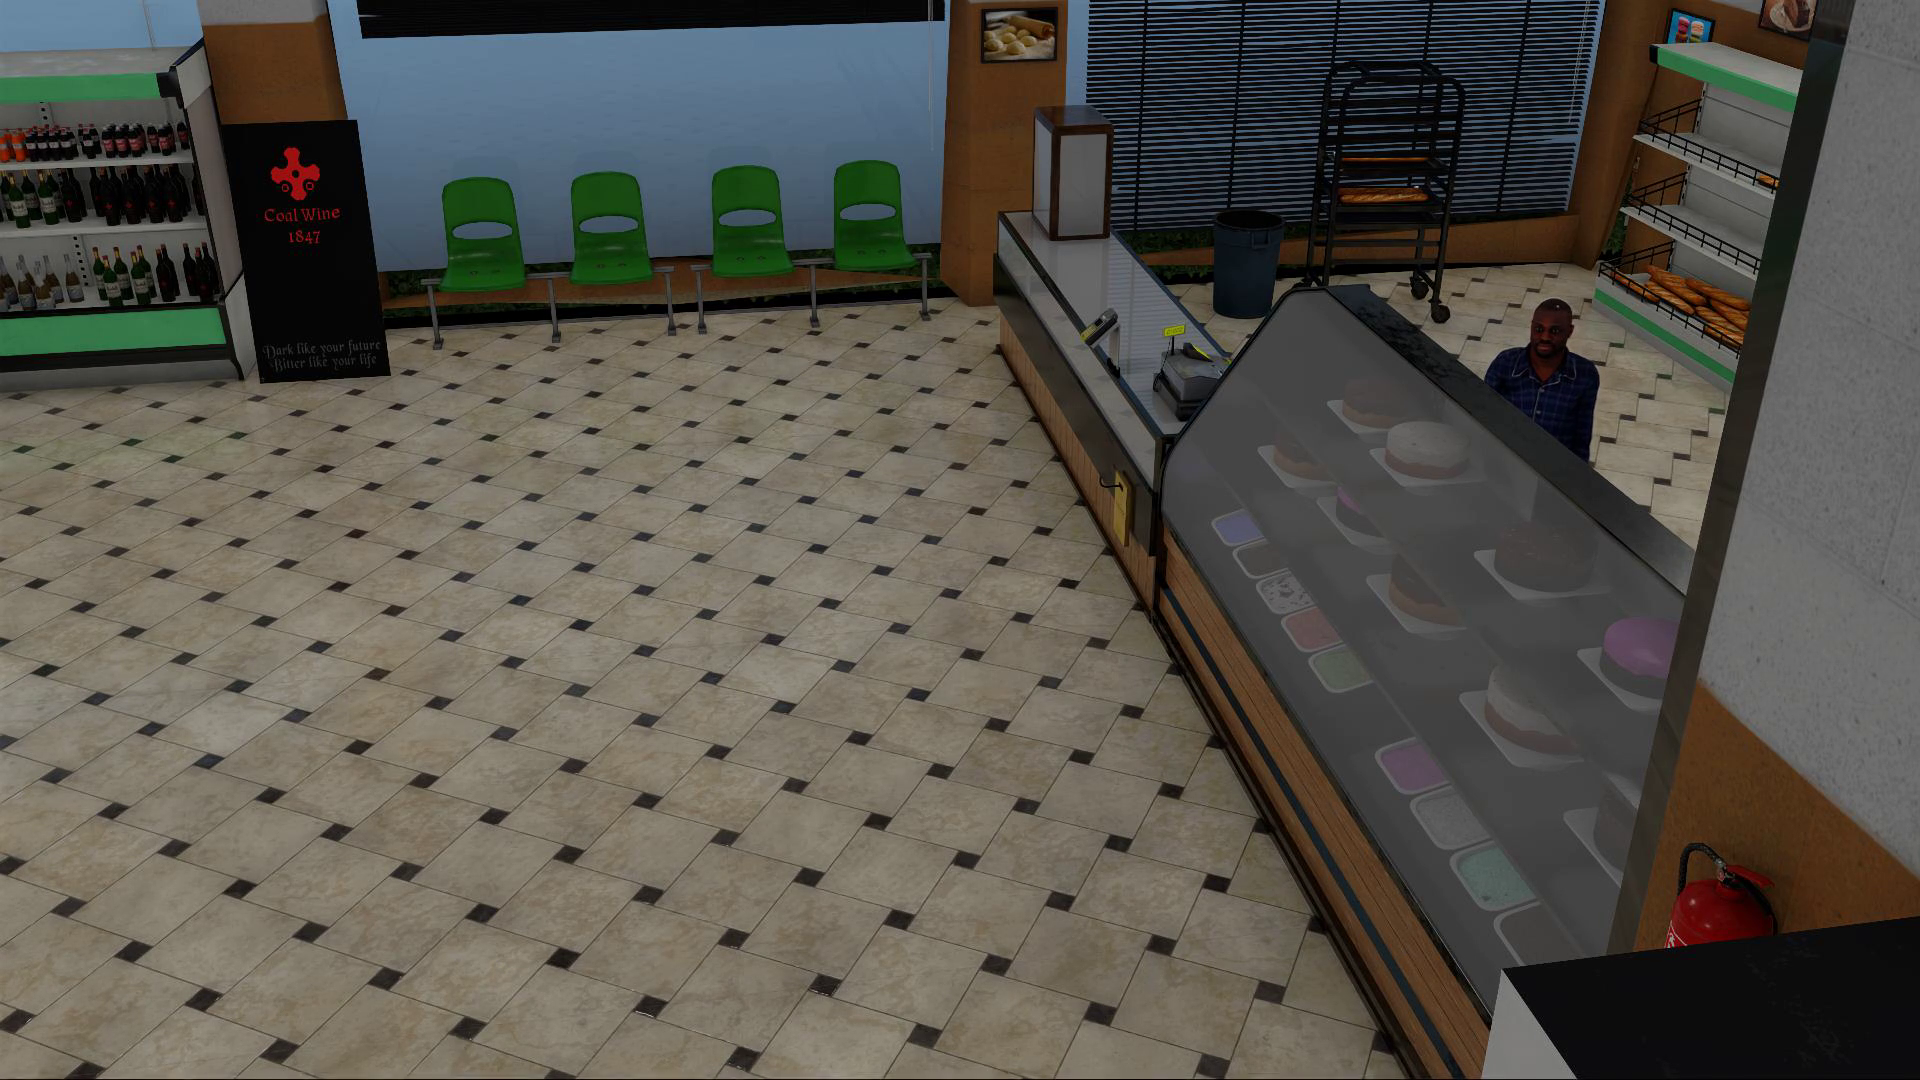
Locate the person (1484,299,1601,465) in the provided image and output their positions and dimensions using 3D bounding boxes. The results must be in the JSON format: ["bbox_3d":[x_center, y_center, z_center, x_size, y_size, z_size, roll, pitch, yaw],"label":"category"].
[{"bbox_3d":[2.577,-0.229,7.580,0.730,1.824,0.843,9,28,18],"label":"person"}]
